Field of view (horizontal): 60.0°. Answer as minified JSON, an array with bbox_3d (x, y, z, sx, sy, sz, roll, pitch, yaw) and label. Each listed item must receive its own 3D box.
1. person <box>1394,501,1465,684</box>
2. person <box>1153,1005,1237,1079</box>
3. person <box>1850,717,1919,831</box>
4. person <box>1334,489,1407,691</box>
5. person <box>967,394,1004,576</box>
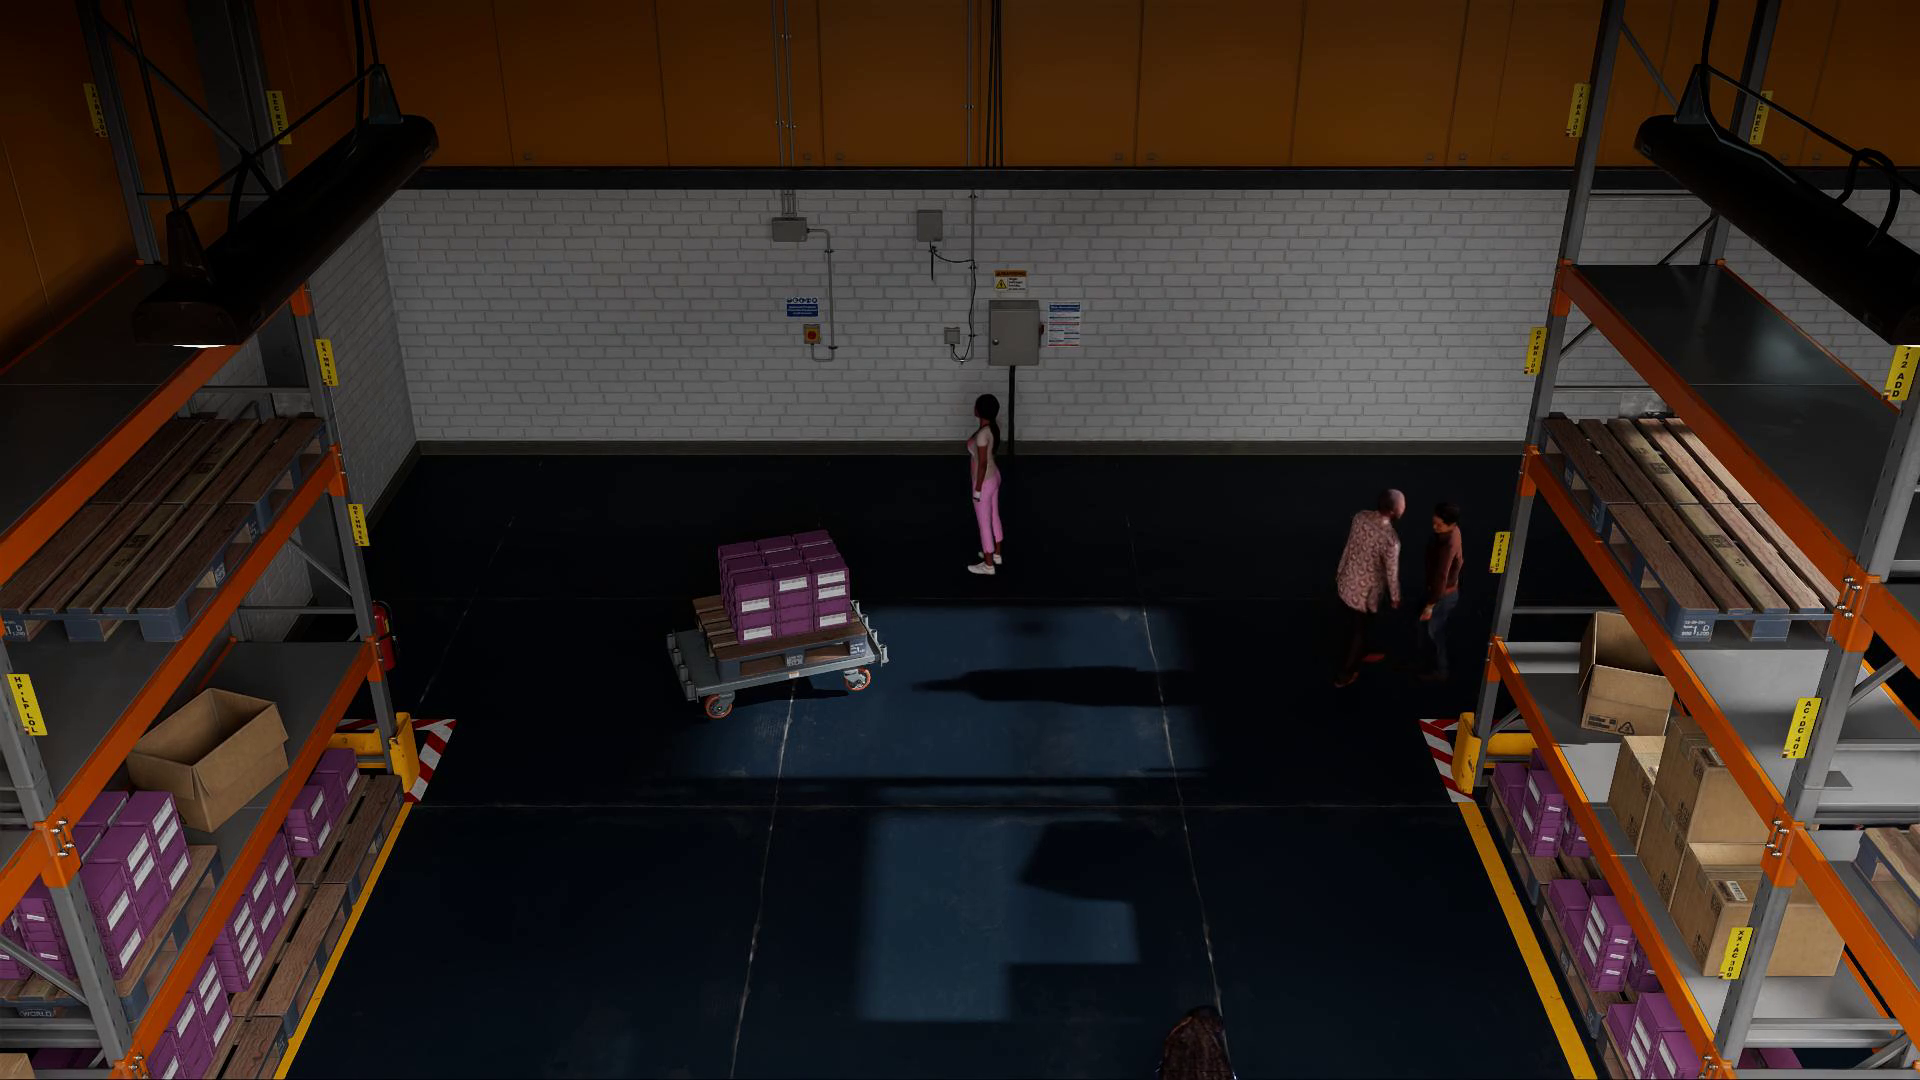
[{"bbox_3d":[3.893,0.454,13.198,0.845,1.737,0.684,8,30,15],"label":"person"},{"bbox_3d":[1.163,3.082,8.542,0.874,1.581,1.114,11,31,20],"label":"person"},{"bbox_3d":[6.451,1.568,11.201,0.746,1.693,1.125,-5,29,-10],"label":"person"},{"bbox_3d":[3.155,0.412,13.226,0.976,1.783,0.926,-16,33,-27],"label":"person"},{"bbox_3d":[0.236,-0.511,14.962,0.711,1.741,0.569,11,30,18],"label":"person"}]
